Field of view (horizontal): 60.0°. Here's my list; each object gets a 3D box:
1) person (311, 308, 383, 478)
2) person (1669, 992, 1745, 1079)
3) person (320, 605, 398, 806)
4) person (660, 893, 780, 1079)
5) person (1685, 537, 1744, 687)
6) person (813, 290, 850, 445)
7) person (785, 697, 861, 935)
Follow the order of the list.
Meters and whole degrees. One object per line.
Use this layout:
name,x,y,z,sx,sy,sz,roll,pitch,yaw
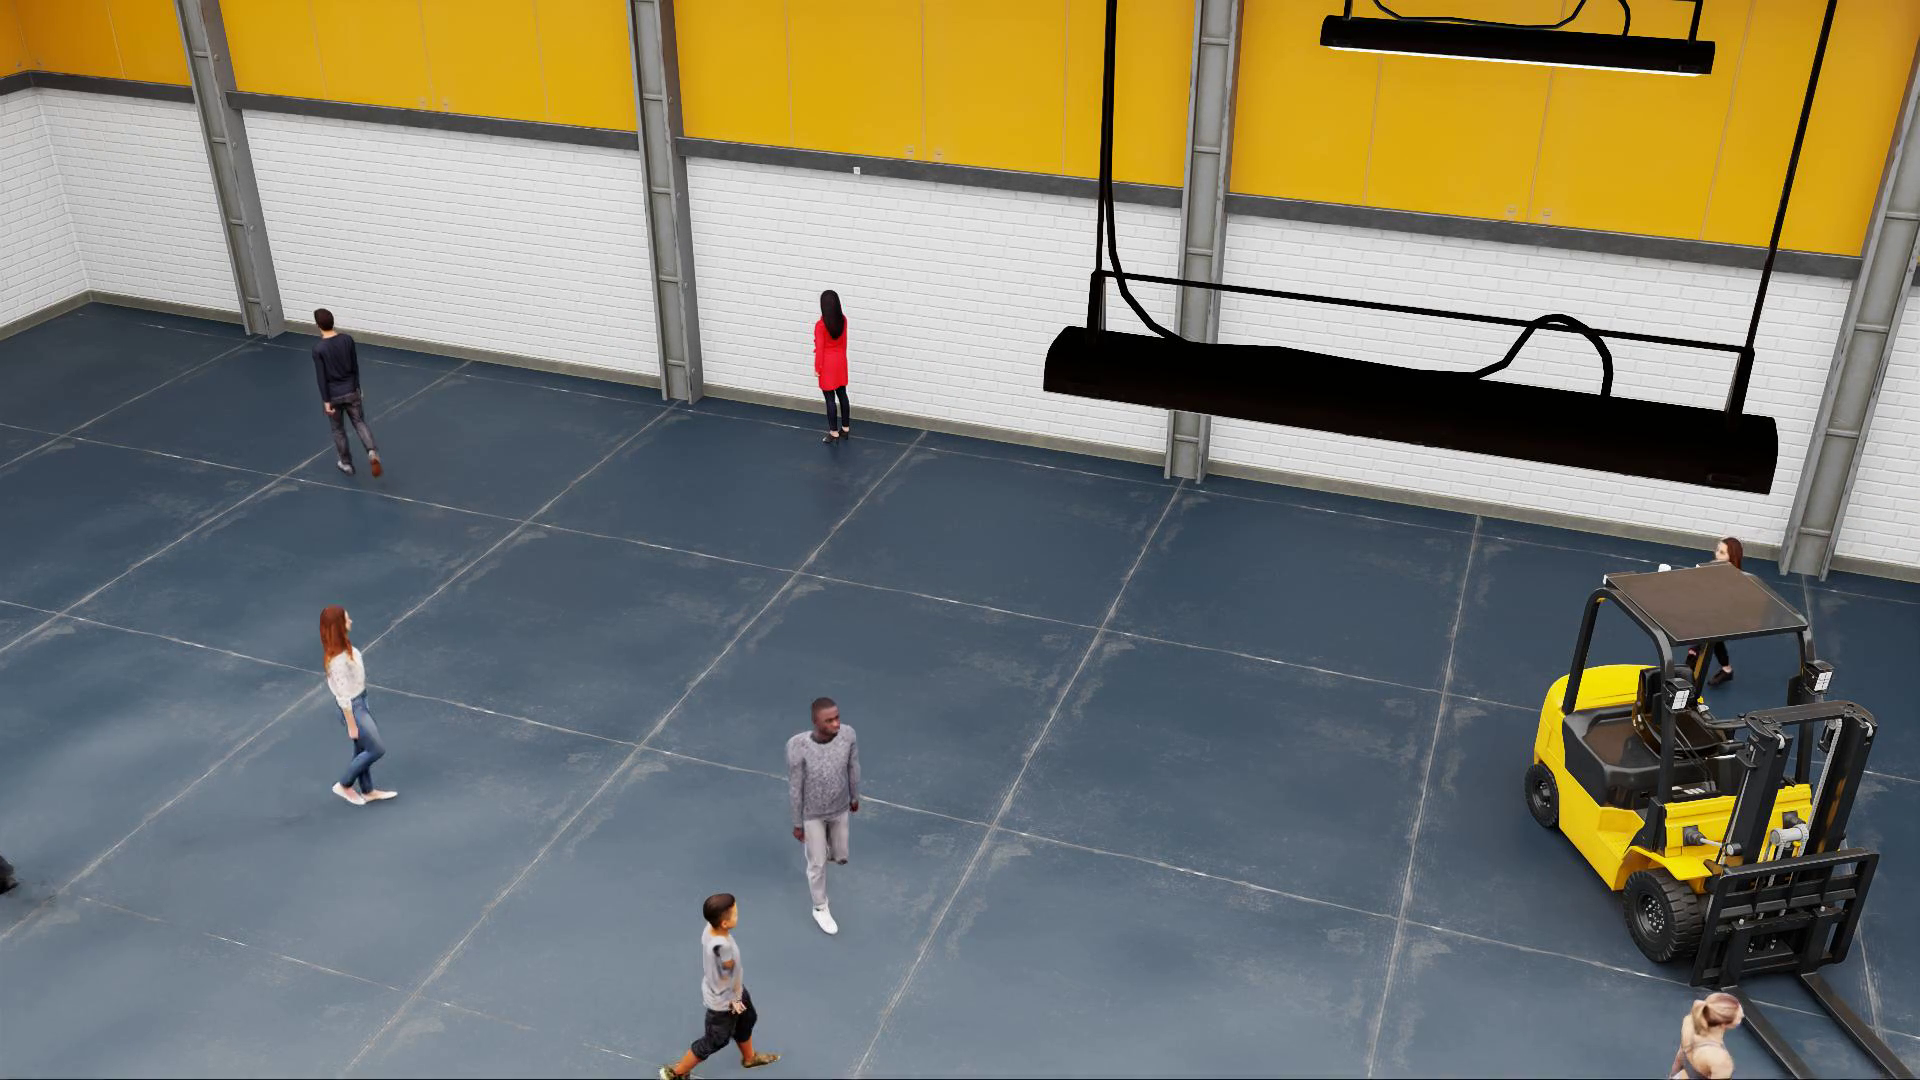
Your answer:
person,-6.337,-1.474,17.176,0.927,1.850,1.117,-24,37,-37
person,3.858,3.088,8.979,0.788,1.691,0.718,-3,29,-6
person,-4.572,1.261,12.295,0.822,1.722,0.762,-8,30,-14
person,-1.485,2.694,9.972,1.062,1.433,0.977,-12,31,-21
person,6.280,0.631,13.738,1.053,1.448,0.920,-9,30,-15
person,-1.383,-1.878,18.024,0.732,1.747,0.713,23,36,36
person,-0.964,1.779,11.249,0.952,1.815,1.017,-13,31,-22
